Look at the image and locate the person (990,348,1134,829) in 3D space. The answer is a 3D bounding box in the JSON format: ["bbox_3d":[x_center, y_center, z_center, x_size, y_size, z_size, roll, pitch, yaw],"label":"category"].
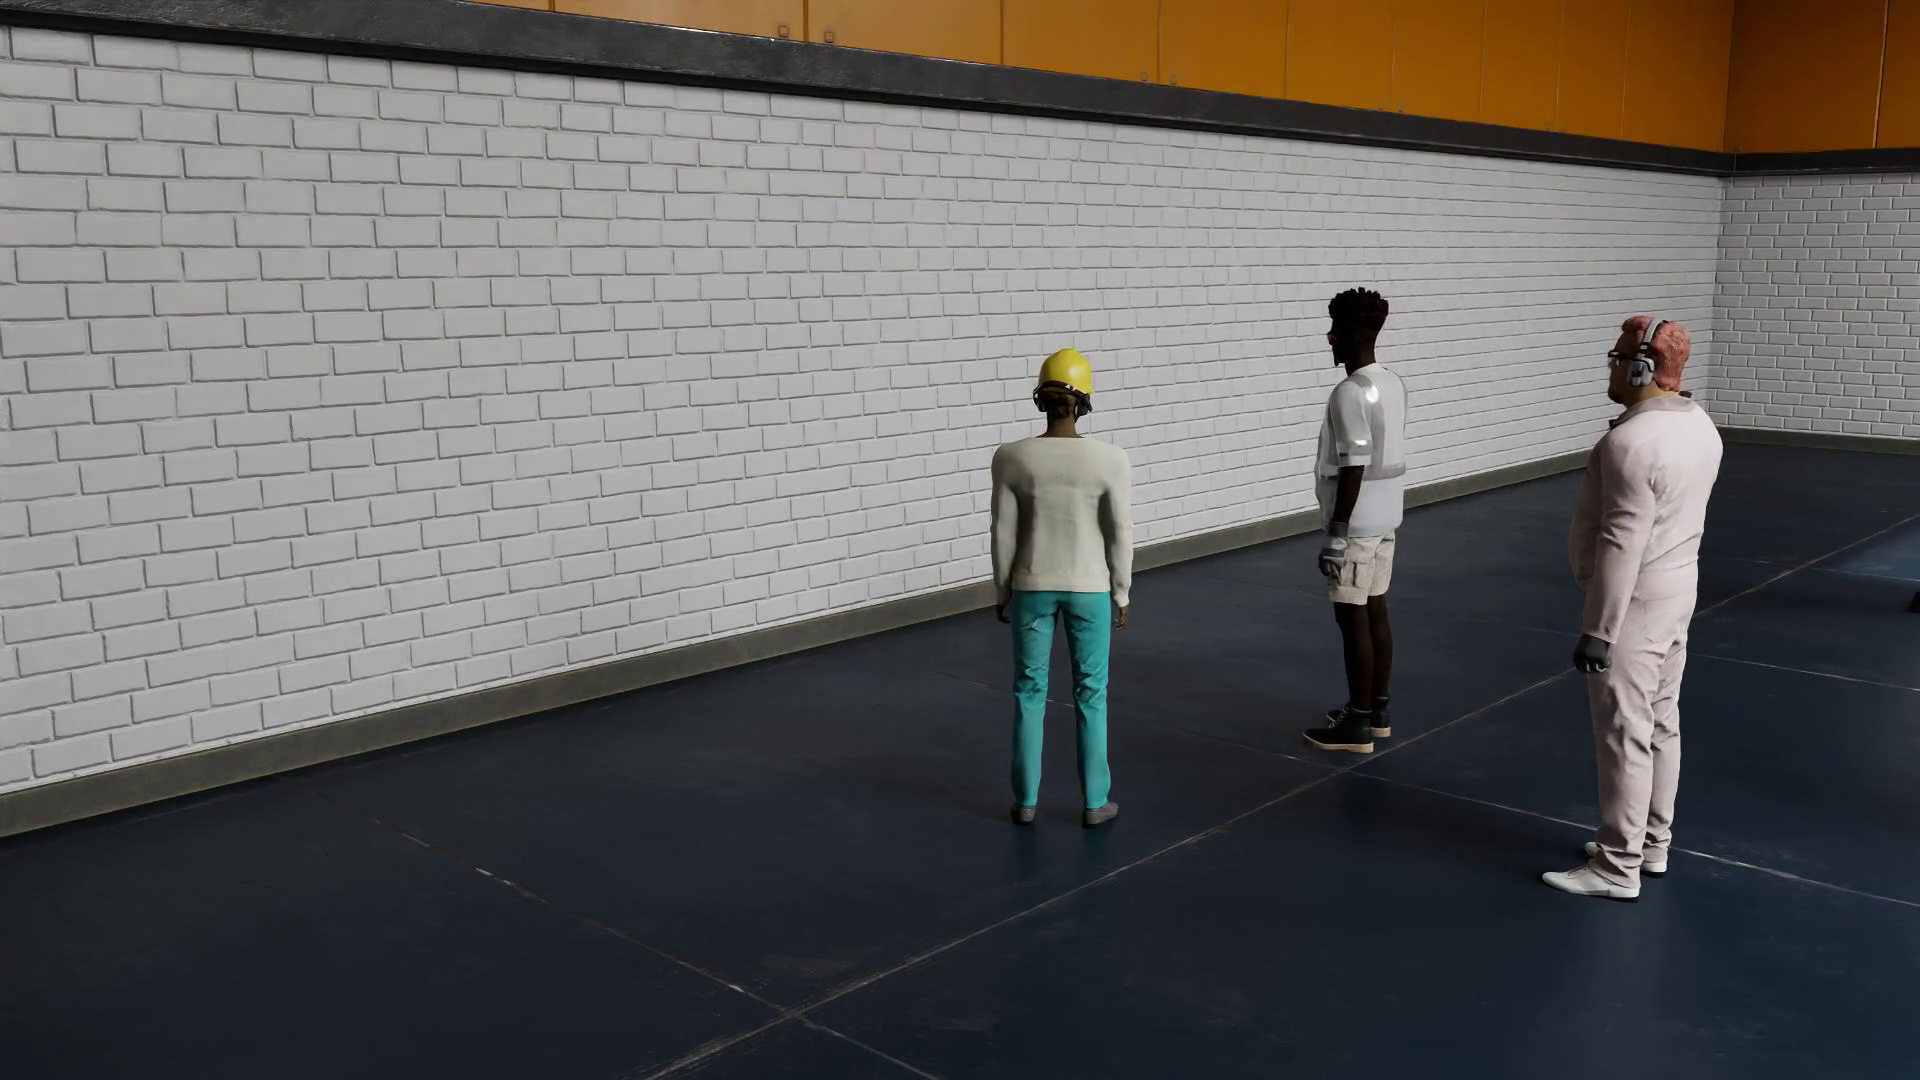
[{"bbox_3d":[0.372,0.187,6.101,0.526,1.768,0.314,2,10,10],"label":"person"}]

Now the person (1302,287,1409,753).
[{"bbox_3d":[1.685,-0.084,7.069,0.362,1.963,0.614,6,12,32],"label":"person"}]

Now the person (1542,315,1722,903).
[{"bbox_3d":[2.200,0.226,5.467,0.408,1.913,0.641,9,13,42],"label":"person"}]

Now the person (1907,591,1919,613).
[{"bbox_3d":[5.775,-0.519,9.652,0.375,1.930,0.542,8,13,38],"label":"person"}]
